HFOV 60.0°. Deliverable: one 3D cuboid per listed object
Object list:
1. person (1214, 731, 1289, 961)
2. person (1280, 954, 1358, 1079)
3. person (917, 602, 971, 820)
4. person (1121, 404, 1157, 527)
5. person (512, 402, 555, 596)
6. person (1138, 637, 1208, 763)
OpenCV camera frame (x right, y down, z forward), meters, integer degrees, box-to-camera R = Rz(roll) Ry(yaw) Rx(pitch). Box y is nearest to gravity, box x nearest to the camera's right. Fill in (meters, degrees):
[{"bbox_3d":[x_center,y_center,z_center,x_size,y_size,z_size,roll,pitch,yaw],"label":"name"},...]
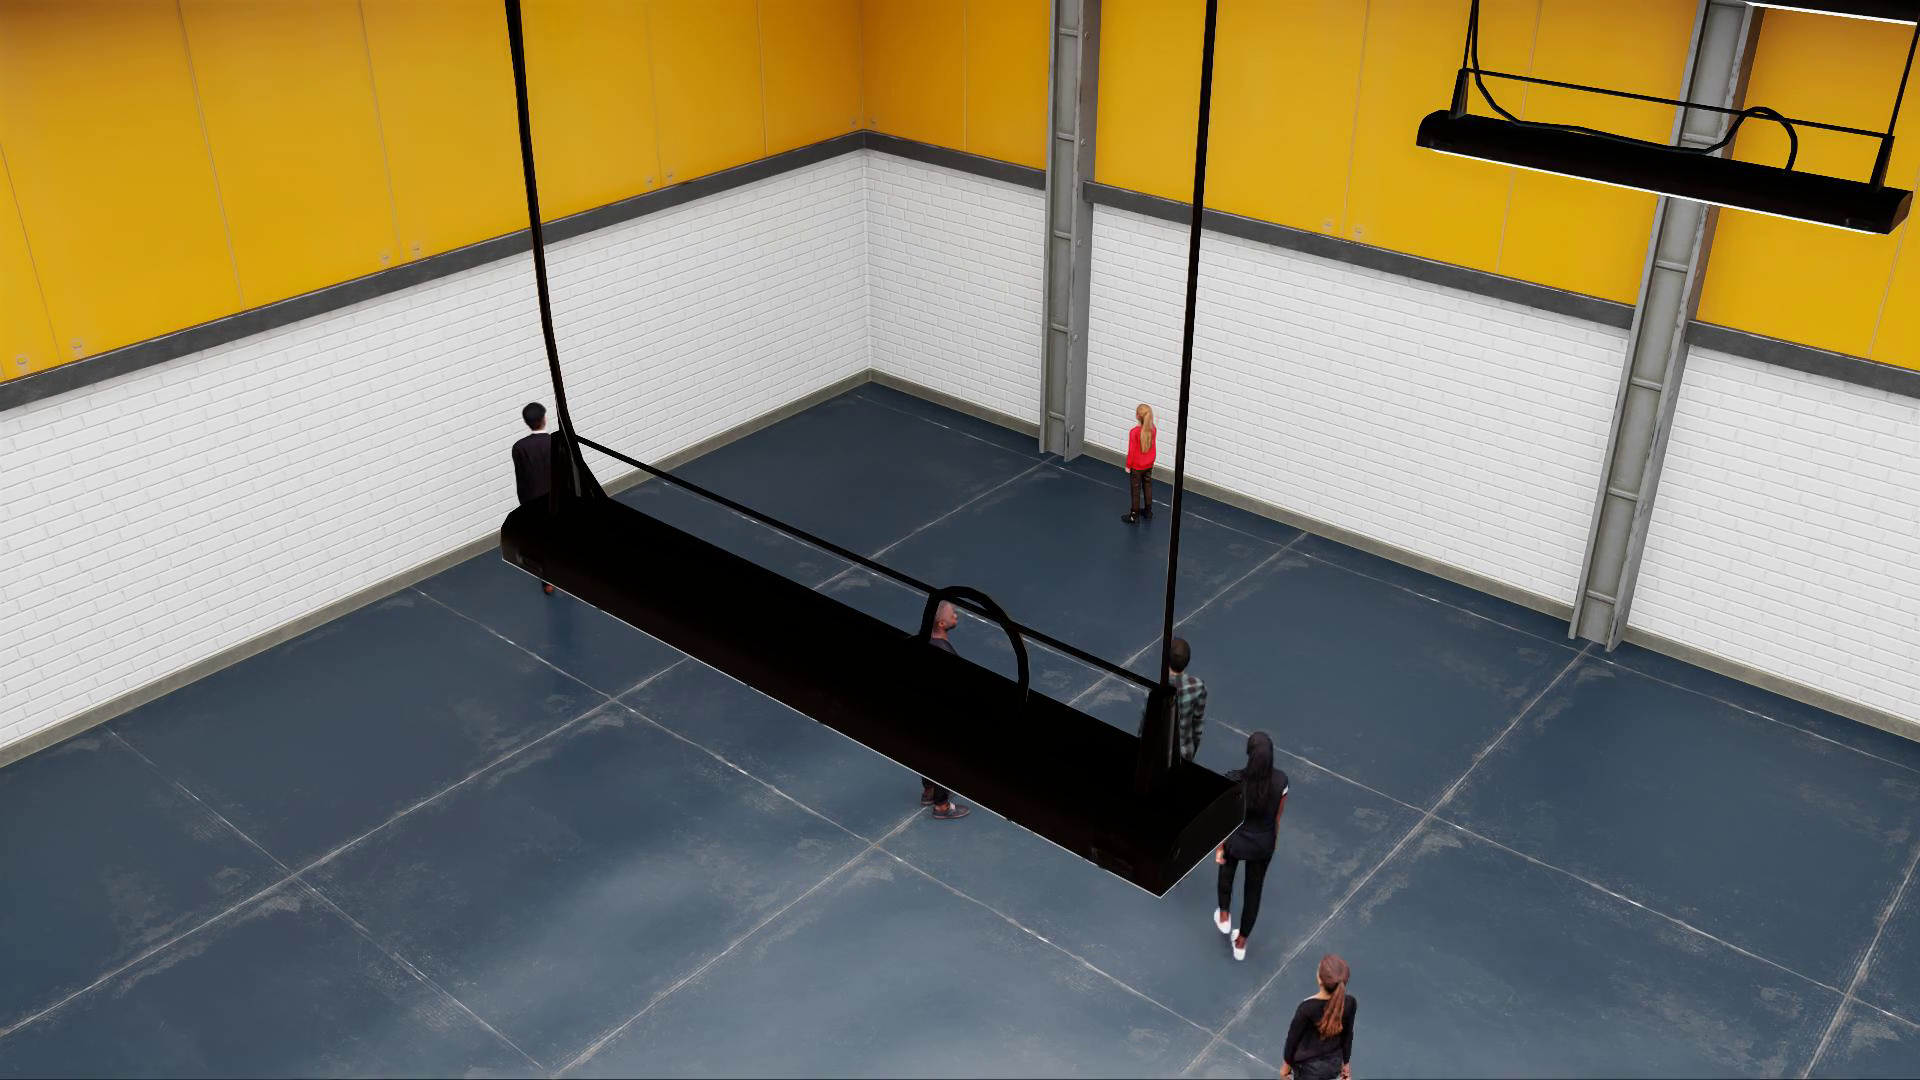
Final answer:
[{"bbox_3d":[1.922,2.059,10.981,0.775,1.717,0.828,3,29,5],"label":"person"},{"bbox_3d":[2.048,3.020,9.419,0.919,1.525,1.105,-8,30,-15],"label":"person"},{"bbox_3d":[-0.151,1.252,12.353,0.805,1.820,0.660,-13,31,-22],"label":"person"},{"bbox_3d":[1.807,-0.769,16.621,0.544,1.281,0.550,-19,34,-31],"label":"person"},{"bbox_3d":[-3.792,-0.375,15.275,0.769,1.877,0.788,-6,29,-11],"label":"person"},{"bbox_3d":[1.527,1.474,11.801,0.861,1.704,0.895,-5,29,-9],"label":"person"}]
